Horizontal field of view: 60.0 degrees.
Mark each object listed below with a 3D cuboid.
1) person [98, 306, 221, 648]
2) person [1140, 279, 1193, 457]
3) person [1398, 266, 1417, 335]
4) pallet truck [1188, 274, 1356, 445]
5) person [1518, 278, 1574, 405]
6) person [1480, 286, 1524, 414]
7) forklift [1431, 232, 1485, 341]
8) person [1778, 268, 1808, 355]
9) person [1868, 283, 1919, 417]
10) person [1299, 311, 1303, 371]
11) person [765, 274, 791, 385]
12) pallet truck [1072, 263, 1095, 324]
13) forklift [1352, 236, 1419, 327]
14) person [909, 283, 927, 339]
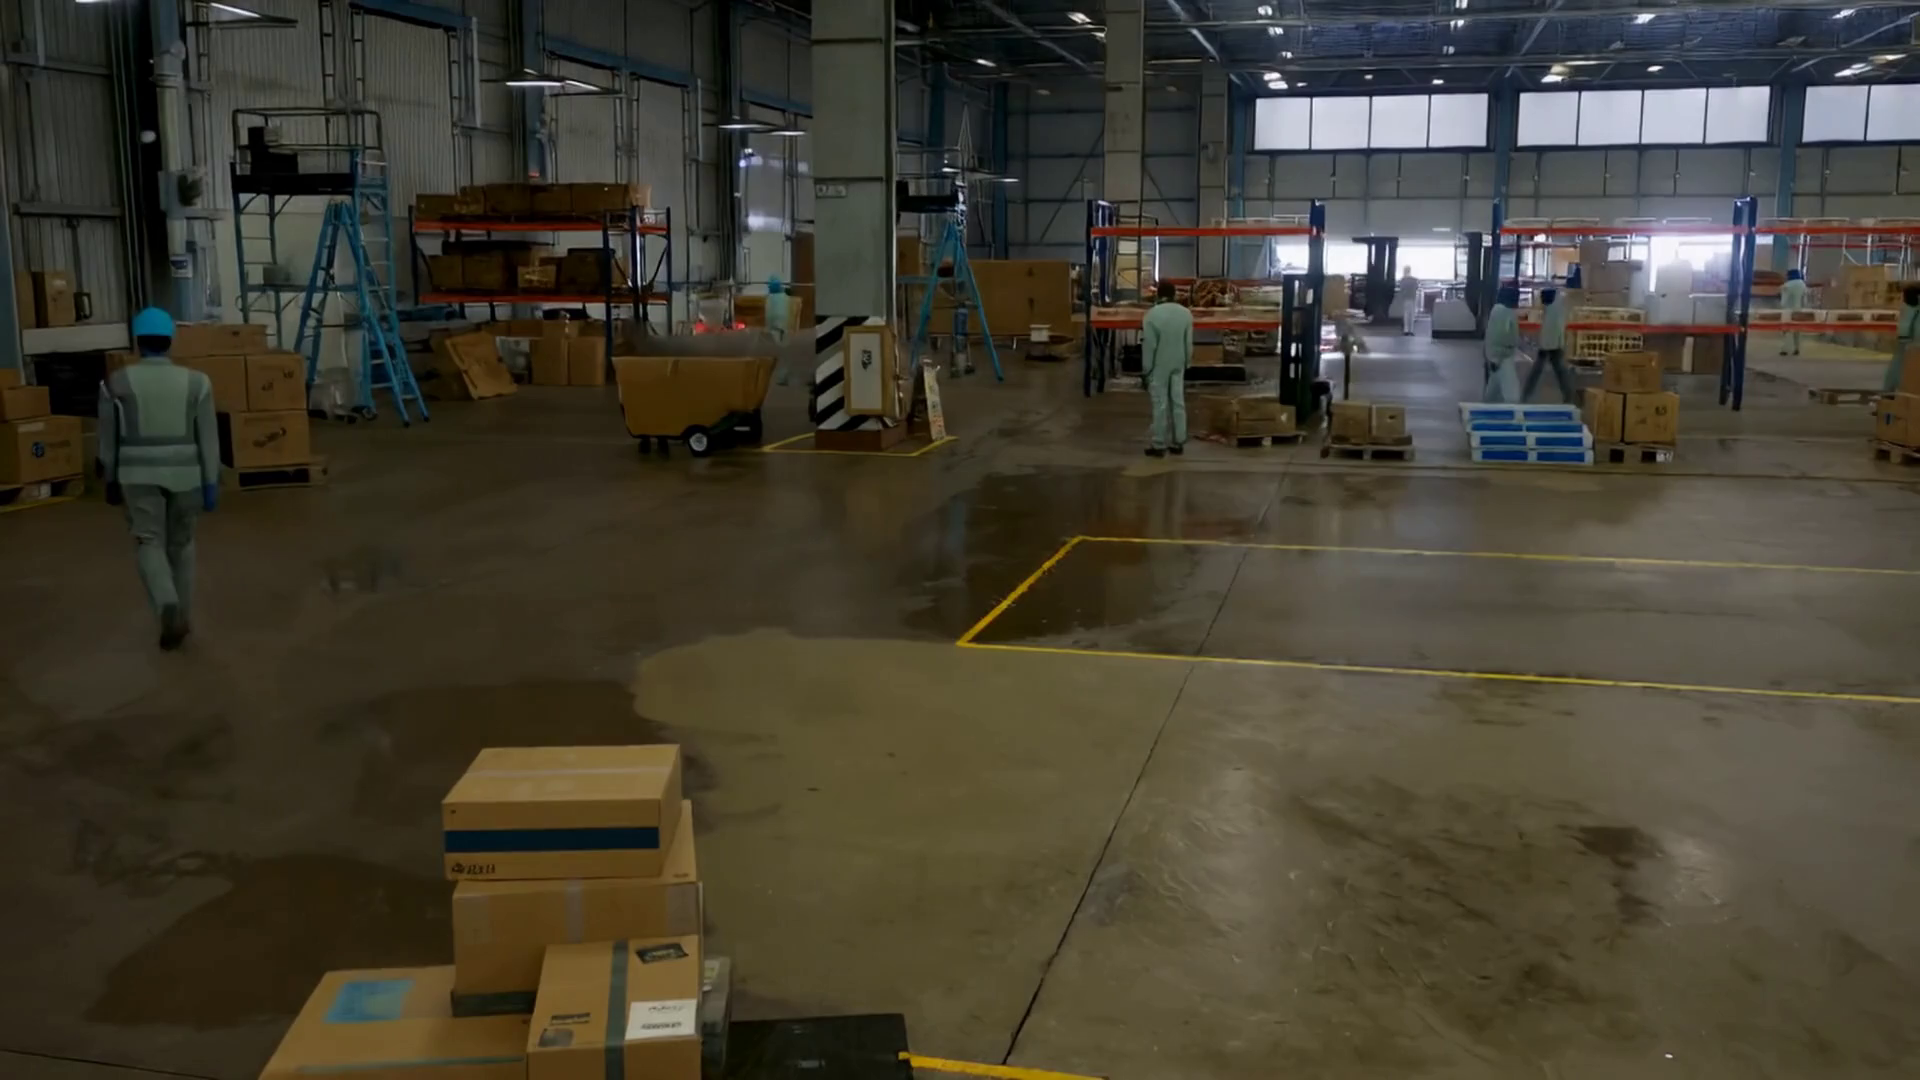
[{"bbox_3d":[-4.499,-0.361,9.399,0.599,1.915,0.912,-7,12,-35],"label":"person"},{"bbox_3d":[2.251,-1.878,18.226,0.627,1.940,0.370,-5,11,-28],"label":"person"},{"bbox_3d":[12.603,-6.740,46.864,0.630,1.936,0.369,-6,12,-34],"label":"person"},{"bbox_3d":[3.653,-2.138,19.590,1.885,1.965,0.823,-4,10,-20],"label":"pallet truck"},{"bbox_3d":[8.355,-2.782,23.728,0.974,1.871,0.613,2,10,10],"label":"person"},{"bbox_3d":[6.843,-2.259,20.801,0.693,1.816,0.669,2,10,14],"label":"person"},{"bbox_3d":[13.182,-6.527,42.836,1.873,2.768,1.129,2,10,14],"label":"forklift"},{"bbox_3d":[18.586,-5.092,37.157,0.629,1.939,0.372,-1,10,-6],"label":"person"},{"bbox_3d":[12.936,-2.567,22.578,0.936,1.850,0.579,-1,10,-6],"label":"person"},{"bbox_3d":[6.719,-4.093,31.885,0.485,1.736,0.345,-8,13,-41],"label":"person"},{"bbox_3d":[-3.171,-3.610,28.550,0.540,1.891,0.820,-7,12,-35],"label":"person"},{"bbox_3d":[4.325,-8.180,55.162,0.823,1.965,1.885,6,11,31],"label":"pallet truck"},{"bbox_3d":[13.260,-8.050,51.799,1.873,2.768,1.129,-2,10,-12],"label":"forklift"},{"bbox_3d":[-1.068,-5.566,40.737,0.577,1.662,0.584,0,10,2],"label":"person"}]
